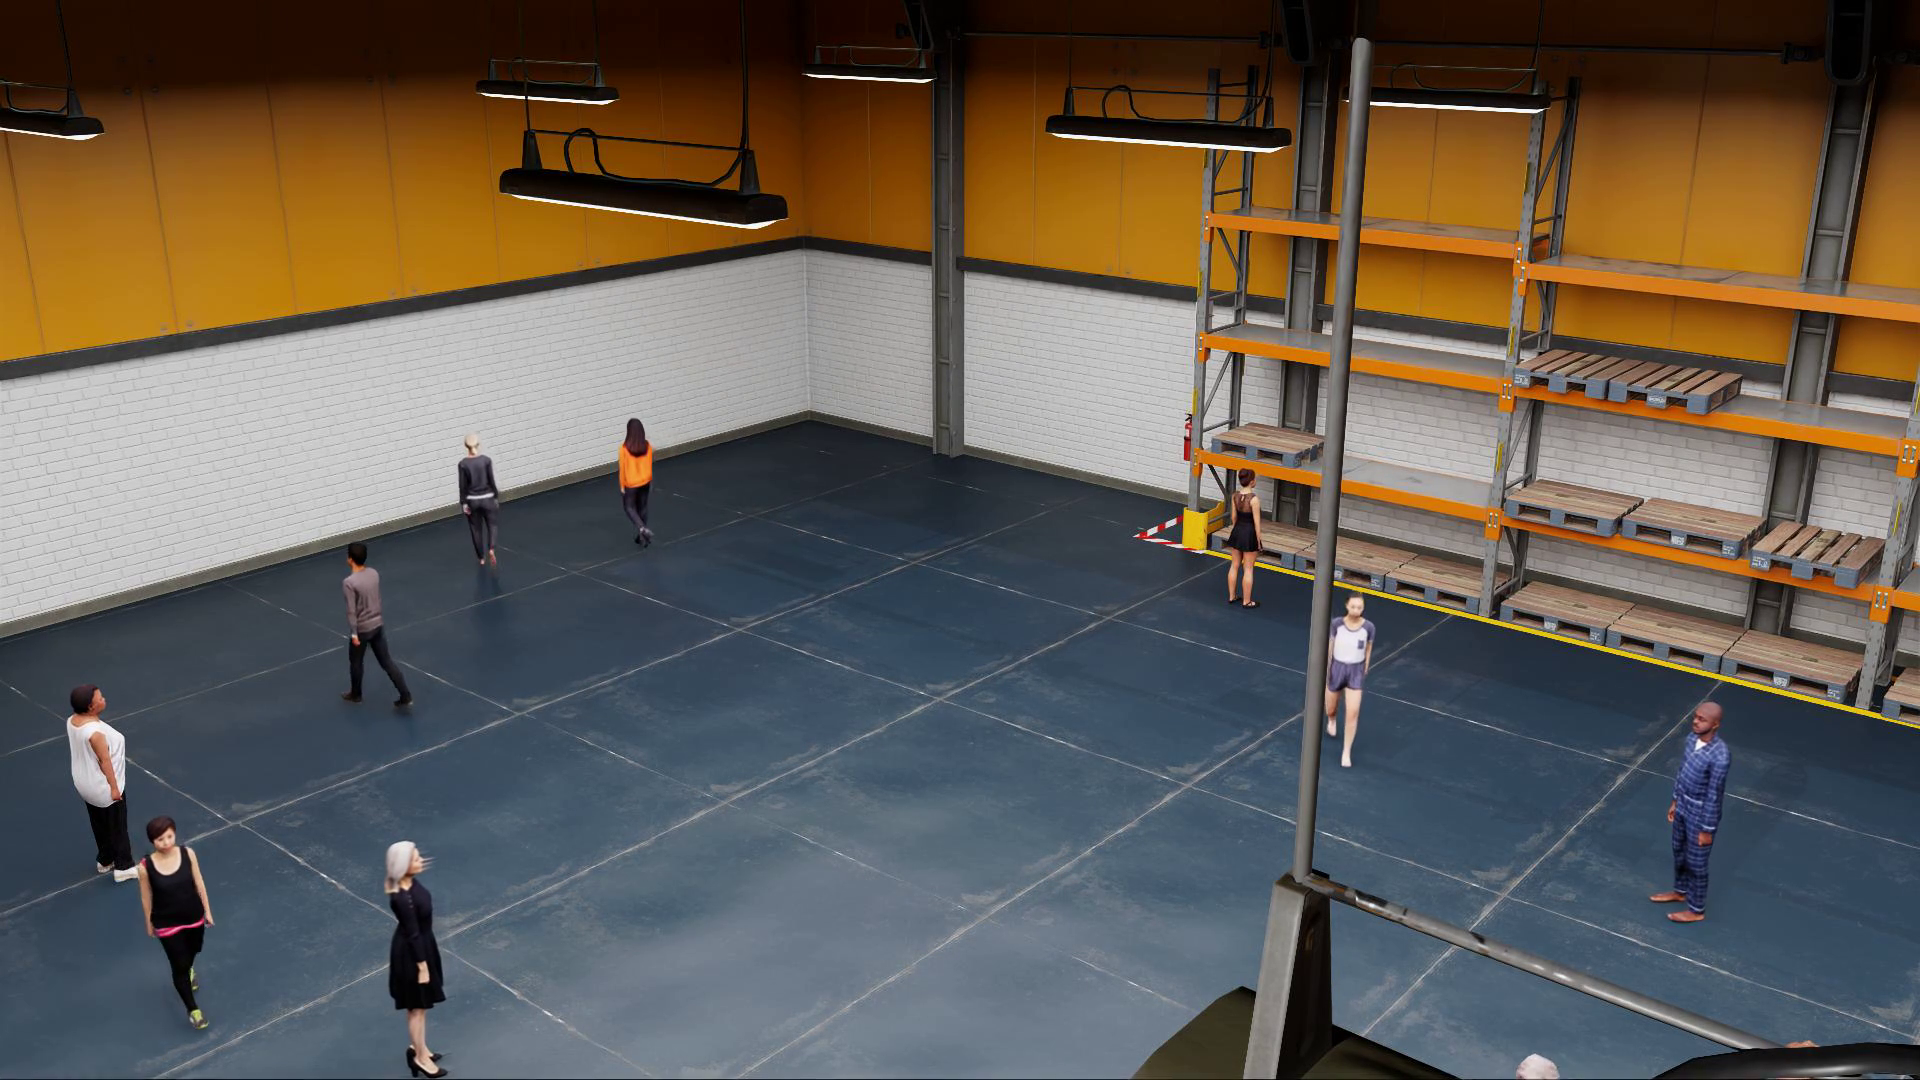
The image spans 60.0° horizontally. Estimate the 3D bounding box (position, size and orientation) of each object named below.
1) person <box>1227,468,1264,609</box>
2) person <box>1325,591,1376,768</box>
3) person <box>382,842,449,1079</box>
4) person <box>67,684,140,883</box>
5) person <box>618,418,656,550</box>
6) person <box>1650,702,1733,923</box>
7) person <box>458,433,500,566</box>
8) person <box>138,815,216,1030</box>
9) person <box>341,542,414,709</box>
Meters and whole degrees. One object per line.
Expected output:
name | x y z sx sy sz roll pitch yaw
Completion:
person | 3.319 -0.033 19.387 0.676 1.674 0.554 -14 23 -36
person | 3.614 1.251 15.650 1.021 1.626 0.942 4 19 11
person | -3.597 2.764 10.975 0.759 1.743 0.652 -7 20 -21
person | -6.950 1.944 13.494 0.525 1.688 0.702 14 23 37
person | -4.099 -0.696 21.256 0.725 1.738 0.954 -15 24 -37
person | 5.718 2.082 12.887 0.810 1.814 0.748 -2 19 -5
person | -5.951 -0.477 20.642 0.843 1.714 0.938 -6 19 -17
person | -5.532 2.623 11.740 0.659 1.521 1.047 -16 24 -40
person | -5.814 0.904 16.521 0.845 1.728 1.199 15 24 37
